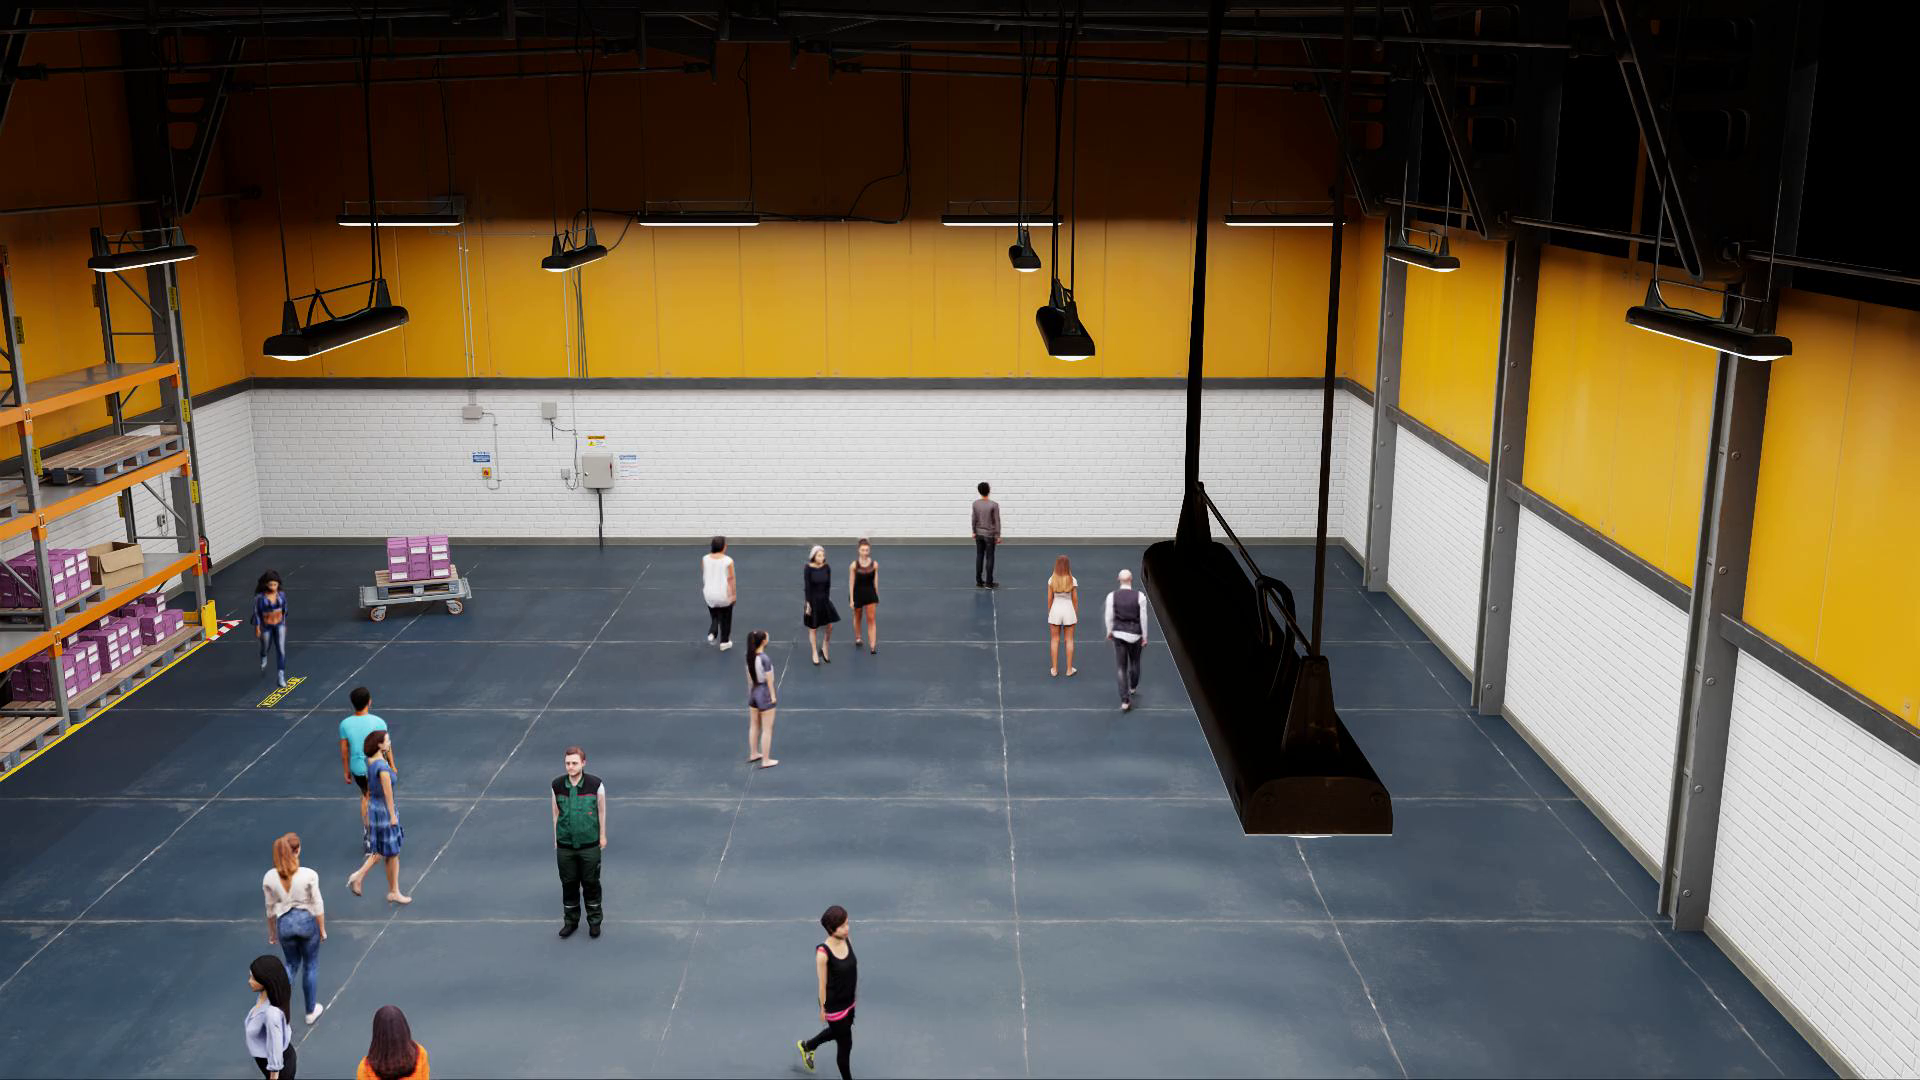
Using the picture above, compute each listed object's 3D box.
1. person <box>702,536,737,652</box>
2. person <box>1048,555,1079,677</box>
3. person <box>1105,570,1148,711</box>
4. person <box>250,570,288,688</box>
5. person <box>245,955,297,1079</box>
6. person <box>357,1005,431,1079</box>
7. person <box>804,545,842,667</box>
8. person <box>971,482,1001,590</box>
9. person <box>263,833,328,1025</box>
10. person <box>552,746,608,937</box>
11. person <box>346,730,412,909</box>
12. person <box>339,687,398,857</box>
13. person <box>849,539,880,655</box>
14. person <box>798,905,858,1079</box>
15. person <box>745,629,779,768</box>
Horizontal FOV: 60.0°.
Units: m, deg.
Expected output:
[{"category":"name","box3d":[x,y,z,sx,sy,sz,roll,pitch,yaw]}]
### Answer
[{"category":"person","box3d":[-3.494,0.782,23.928,0.750,1.674,0.755,6,15,22]},{"category":"person","box3d":[1.405,1.030,22.854,0.607,1.696,0.605,2,14,10]},{"category":"person","box3d":[2.137,1.321,21.471,0.800,1.782,1.176,2,14,9]},{"category":"person","box3d":[-9.325,1.179,22.490,1.042,1.579,1.201,-9,16,-32]},{"category":"person","box3d":[-4.775,3.713,11.674,0.773,1.744,0.636,-6,15,-24]},{"category":"person","box3d":[-3.657,3.912,10.923,1.052,1.711,1.191,-10,17,-36]},{"category":"person","box3d":[-2.036,0.906,23.282,0.774,1.737,0.827,-7,15,-27]},{"category":"person","box3d":[0.401,-0.080,27.290,0.759,1.767,0.716,5,15,21]},{"category":"person","box3d":[-5.475,3.248,13.676,0.619,1.706,0.811,0,14,2]},{"category":"person","box3d":[-3.516,2.770,15.360,0.628,1.842,0.548,0,14,-2]},{"category":"person","box3d":[-5.553,2.684,15.819,0.939,1.793,0.901,-10,17,-35]},{"category":"person","box3d":[-6.102,2.402,17.060,0.646,1.758,0.695,1,14,4]},{"category":"person","box3d":[-1.403,0.806,23.927,0.752,1.627,1.151,-3,14,-12]},{"category":"person","box3d":[-1.001,3.536,12.858,0.900,1.530,0.966,8,16,29]},{"category":"person","box3d":[-2.353,1.848,19.581,0.730,1.648,0.660,-12,18,-40]}]
